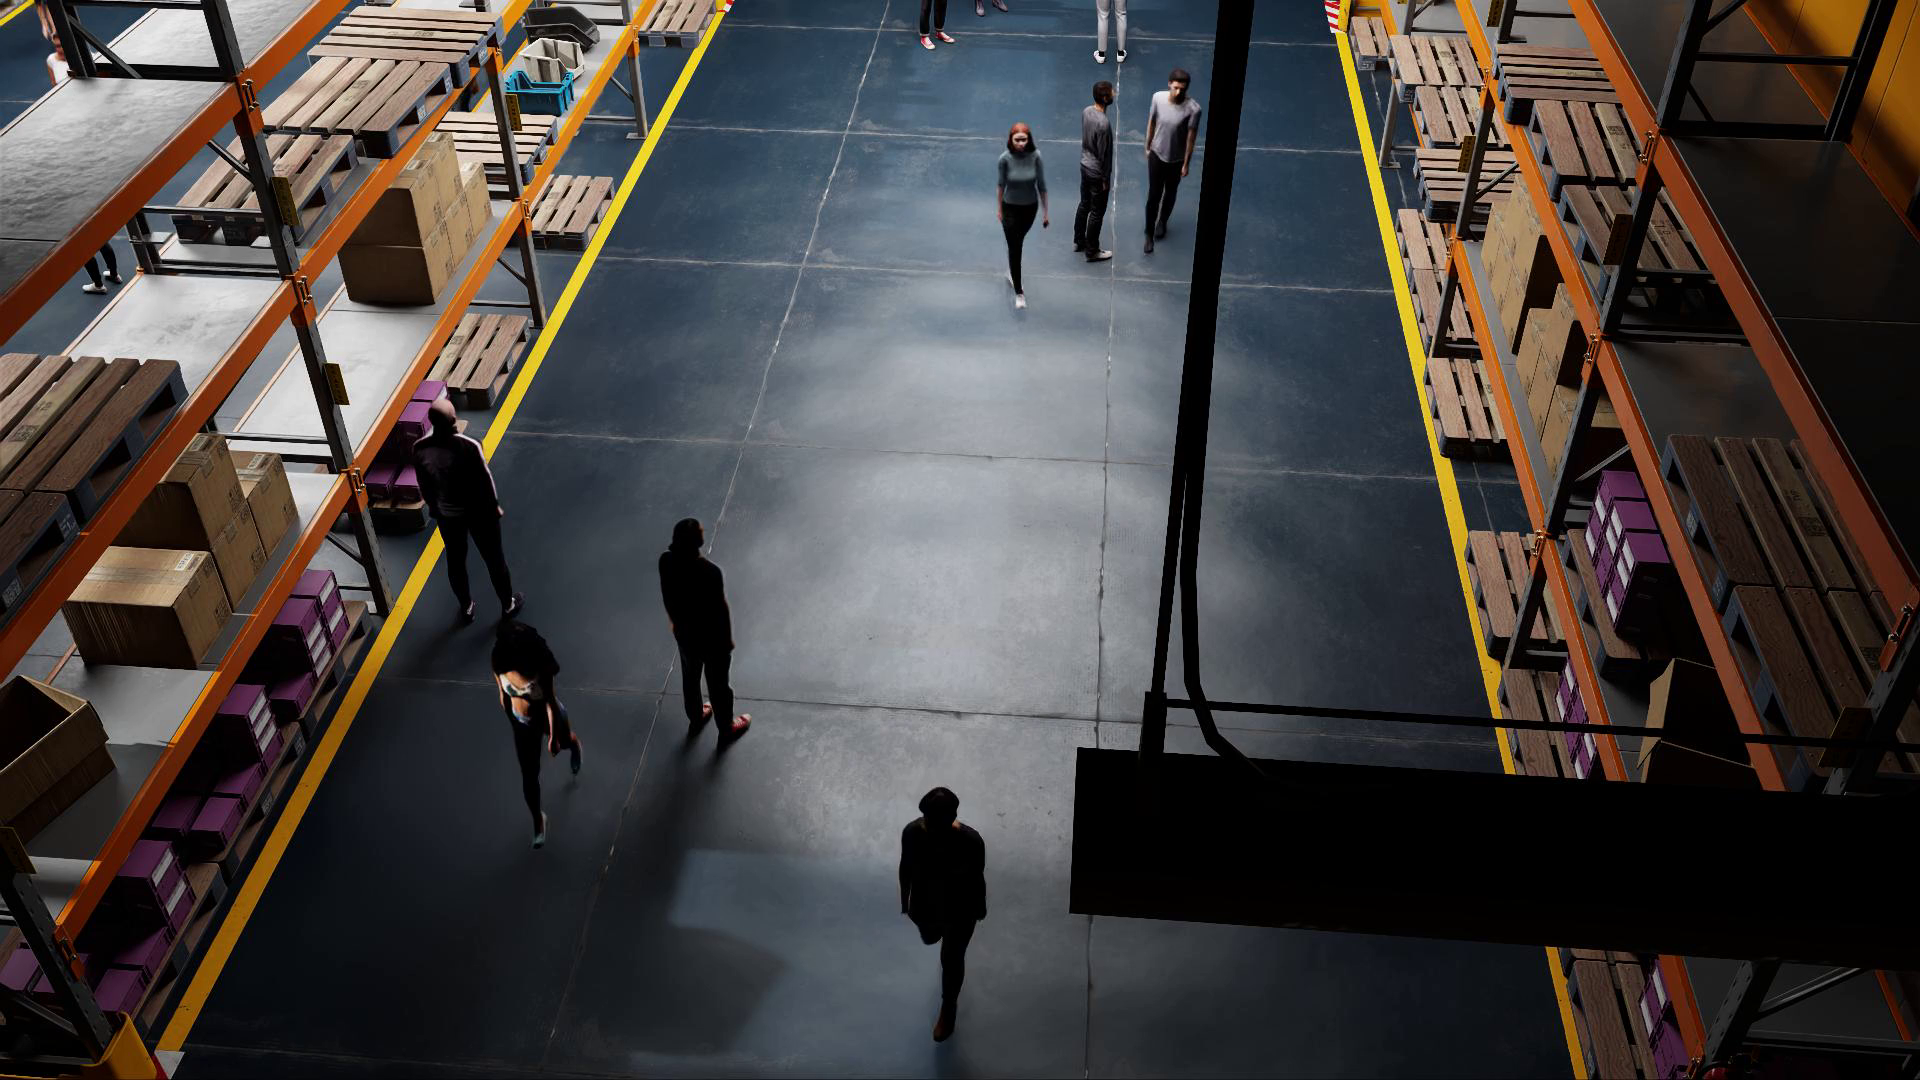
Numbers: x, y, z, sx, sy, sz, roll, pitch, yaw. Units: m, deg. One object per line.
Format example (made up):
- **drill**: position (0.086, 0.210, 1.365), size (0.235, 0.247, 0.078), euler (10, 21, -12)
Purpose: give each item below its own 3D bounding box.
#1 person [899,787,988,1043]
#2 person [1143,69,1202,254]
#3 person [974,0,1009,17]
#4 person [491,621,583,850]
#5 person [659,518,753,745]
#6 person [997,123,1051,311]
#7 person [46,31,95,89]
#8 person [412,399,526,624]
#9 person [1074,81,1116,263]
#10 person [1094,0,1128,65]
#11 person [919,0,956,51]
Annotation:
- **person**: position (-0.071, 1.905, 9.085), size (0.760, 1.691, 1.074), euler (11, 40, 13)
- **person**: position (2.012, -3.725, 16.031), size (0.794, 1.820, 1.015), euler (15, 41, 18)
- **person**: position (0.387, -7.542, 20.802), size (0.755, 1.832, 0.760), euler (-16, 41, -19)
- **person**: position (-2.542, 1.076, 10.216), size (0.536, 1.575, 1.028), euler (3, 39, 4)
- **person**: position (-1.670, 0.584, 10.686), size (0.706, 1.758, 0.698), euler (18, 42, 21)
- **person**: position (0.541, -3.043, 15.274), size (0.798, 1.698, 1.157), euler (-7, 39, -9)
- **person**: position (-8.915, -4.405, 16.989), size (0.732, 1.687, 0.713), euler (-8, 39, -10)
- **person**: position (-3.452, -0.187, 11.588), size (0.687, 1.836, 0.593), euler (0, 39, 0)
- **person**: position (1.284, -3.509, 15.810), size (0.747, 1.759, 0.627), euler (-16, 41, -19)
- **person**: position (1.795, -6.580, 19.502), size (0.732, 1.949, 0.615), euler (-1, 39, -1)
- **person**: position (-0.305, -6.840, 19.980), size (0.771, 1.760, 0.826), euler (-27, 46, -29)
